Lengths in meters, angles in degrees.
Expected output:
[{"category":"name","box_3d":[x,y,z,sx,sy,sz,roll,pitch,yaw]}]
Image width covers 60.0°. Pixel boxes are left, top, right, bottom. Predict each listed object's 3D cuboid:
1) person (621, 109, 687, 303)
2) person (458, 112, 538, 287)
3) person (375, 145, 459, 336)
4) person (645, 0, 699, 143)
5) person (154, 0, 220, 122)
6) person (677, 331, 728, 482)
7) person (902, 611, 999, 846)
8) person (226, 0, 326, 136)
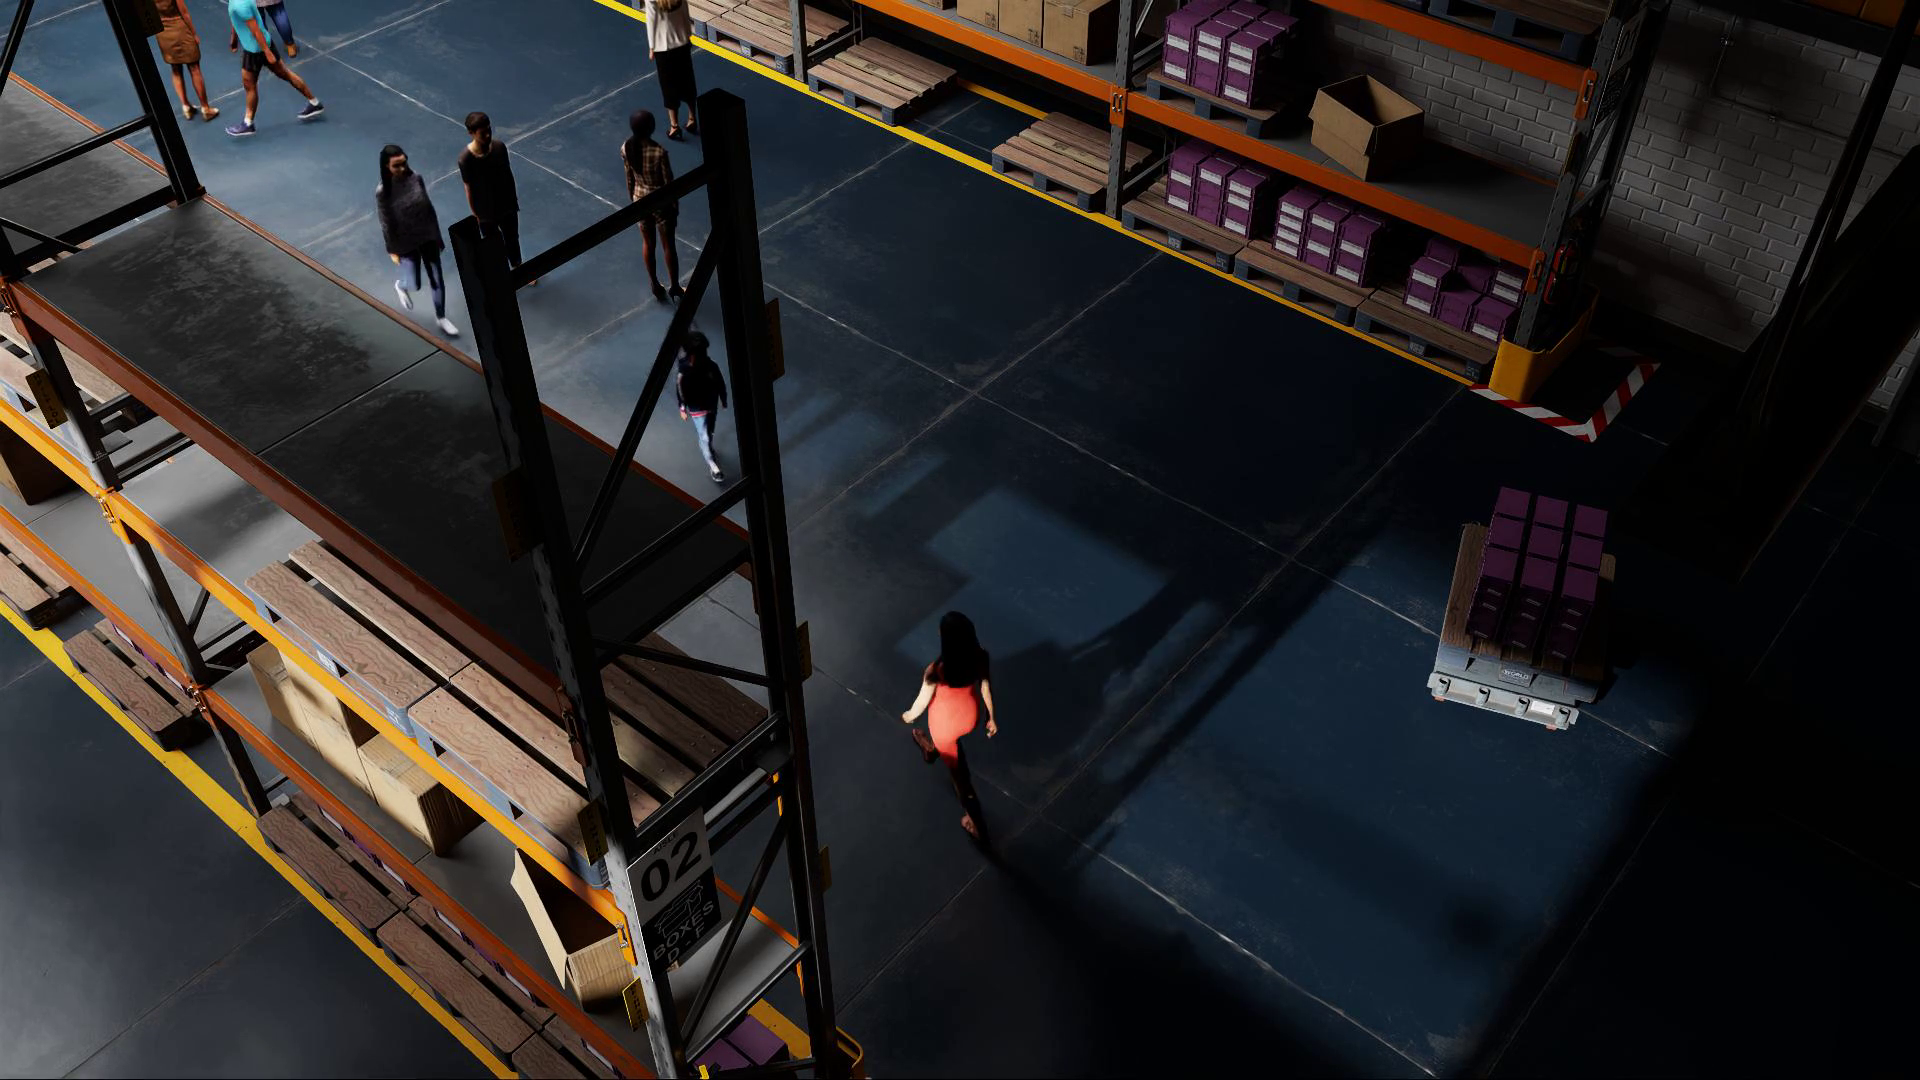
[{"category":"person","box_3d":[-2.553,-2.779,13.881,0.609,1.794,0.725,12,45,12]},{"category":"person","box_3d":[-3.943,-2.844,14.009,0.621,1.711,0.565,-34,53,-30]},{"category":"person","box_3d":[-4.502,-2.487,13.631,0.884,1.717,0.663,35,53,31]},{"category":"person","box_3d":[-2.746,-4.691,15.842,0.637,1.858,0.573,-30,51,-28]},{"category":"person","box_3d":[-7.633,-4.898,16.186,0.609,1.684,0.705,6,44,6]},{"category":"person","box_3d":[-1.949,-1.070,12.511,0.646,1.210,0.792,-25,49,-24]},{"category":"person","box_3d":[0.009,1.157,9.848,0.776,1.659,1.216,-27,50,-26]},{"category":"person","box_3d":[-6.661,-4.748,16.003,1.082,1.719,1.204,-15,46,-15]}]
